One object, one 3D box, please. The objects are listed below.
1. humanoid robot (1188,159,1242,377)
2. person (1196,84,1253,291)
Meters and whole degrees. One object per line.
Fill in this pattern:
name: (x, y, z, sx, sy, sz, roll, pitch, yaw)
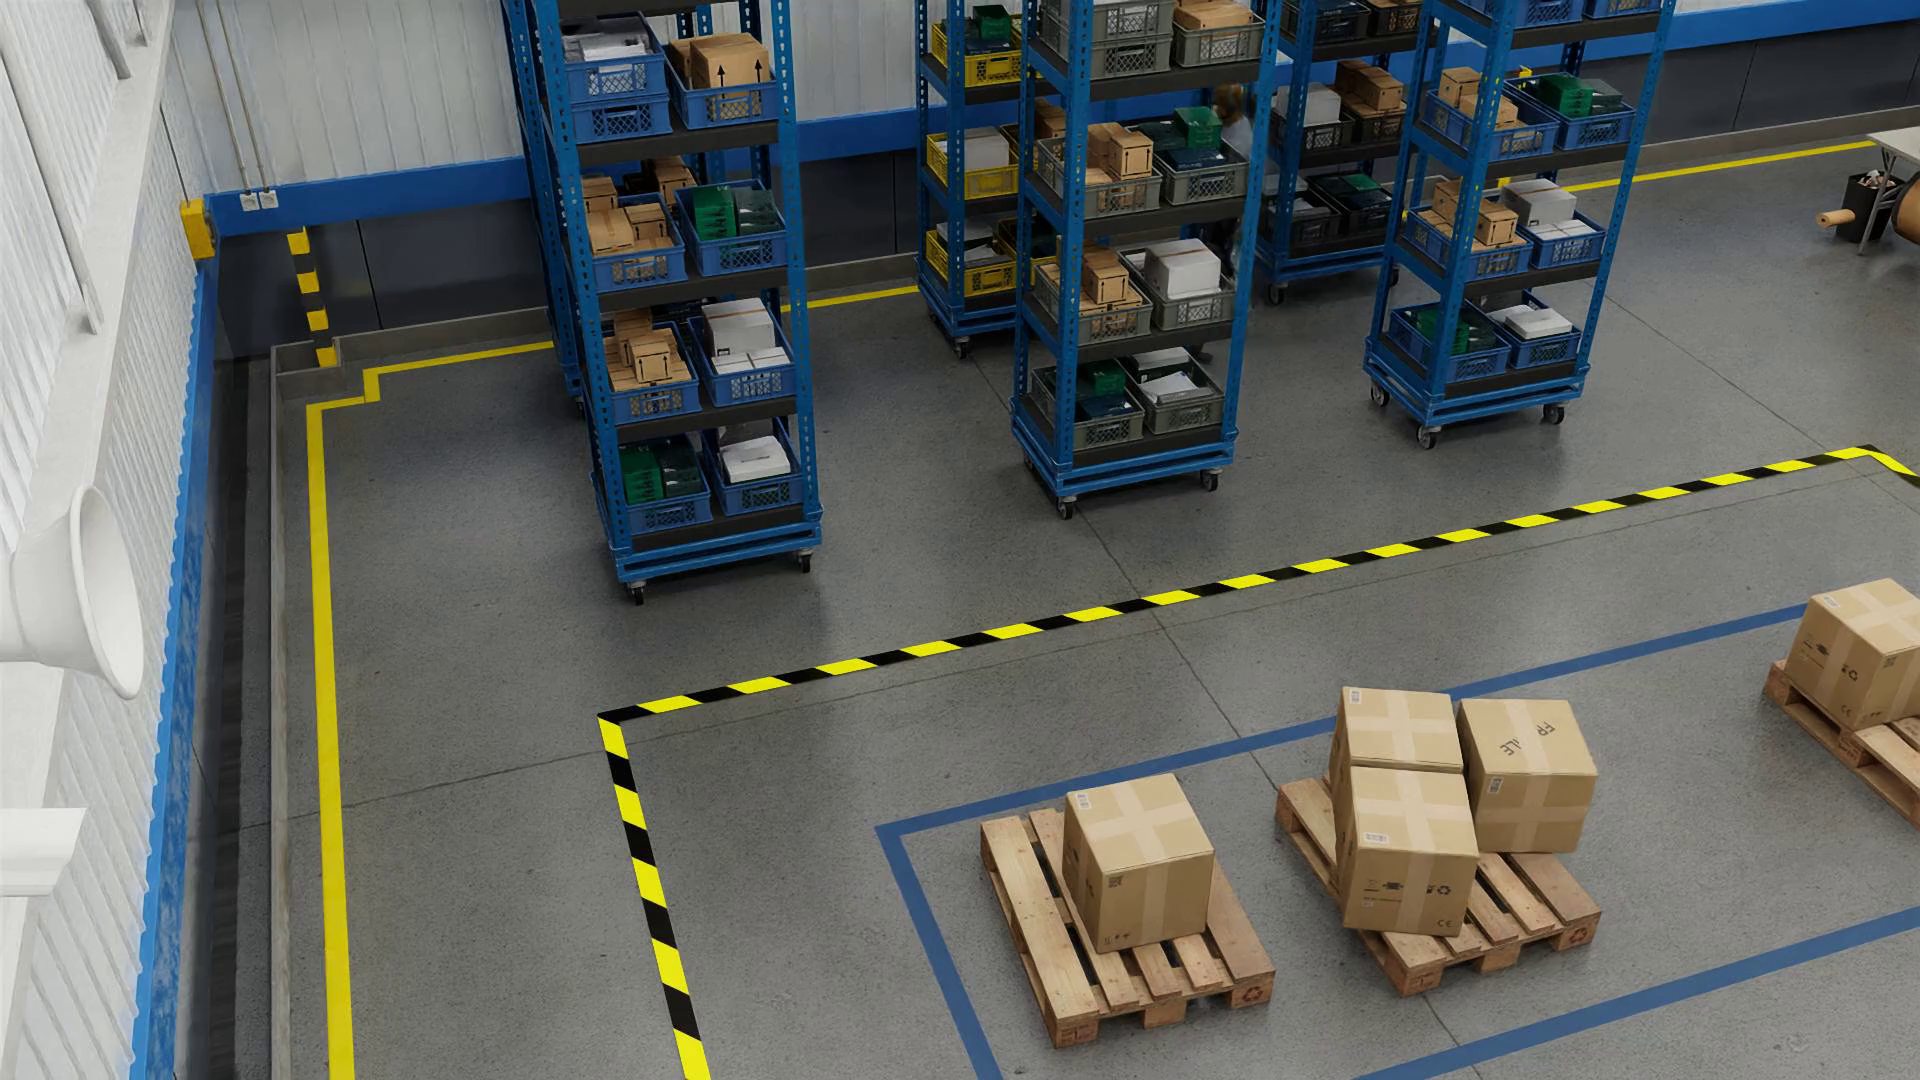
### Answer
humanoid robot: (1.711, -1.859, 11.466, 0.386, 1.640, 0.612, 16, 38, 22)
person: (1.797, -2.395, 12.014, 0.595, 1.919, 0.648, 6, 36, 8)
